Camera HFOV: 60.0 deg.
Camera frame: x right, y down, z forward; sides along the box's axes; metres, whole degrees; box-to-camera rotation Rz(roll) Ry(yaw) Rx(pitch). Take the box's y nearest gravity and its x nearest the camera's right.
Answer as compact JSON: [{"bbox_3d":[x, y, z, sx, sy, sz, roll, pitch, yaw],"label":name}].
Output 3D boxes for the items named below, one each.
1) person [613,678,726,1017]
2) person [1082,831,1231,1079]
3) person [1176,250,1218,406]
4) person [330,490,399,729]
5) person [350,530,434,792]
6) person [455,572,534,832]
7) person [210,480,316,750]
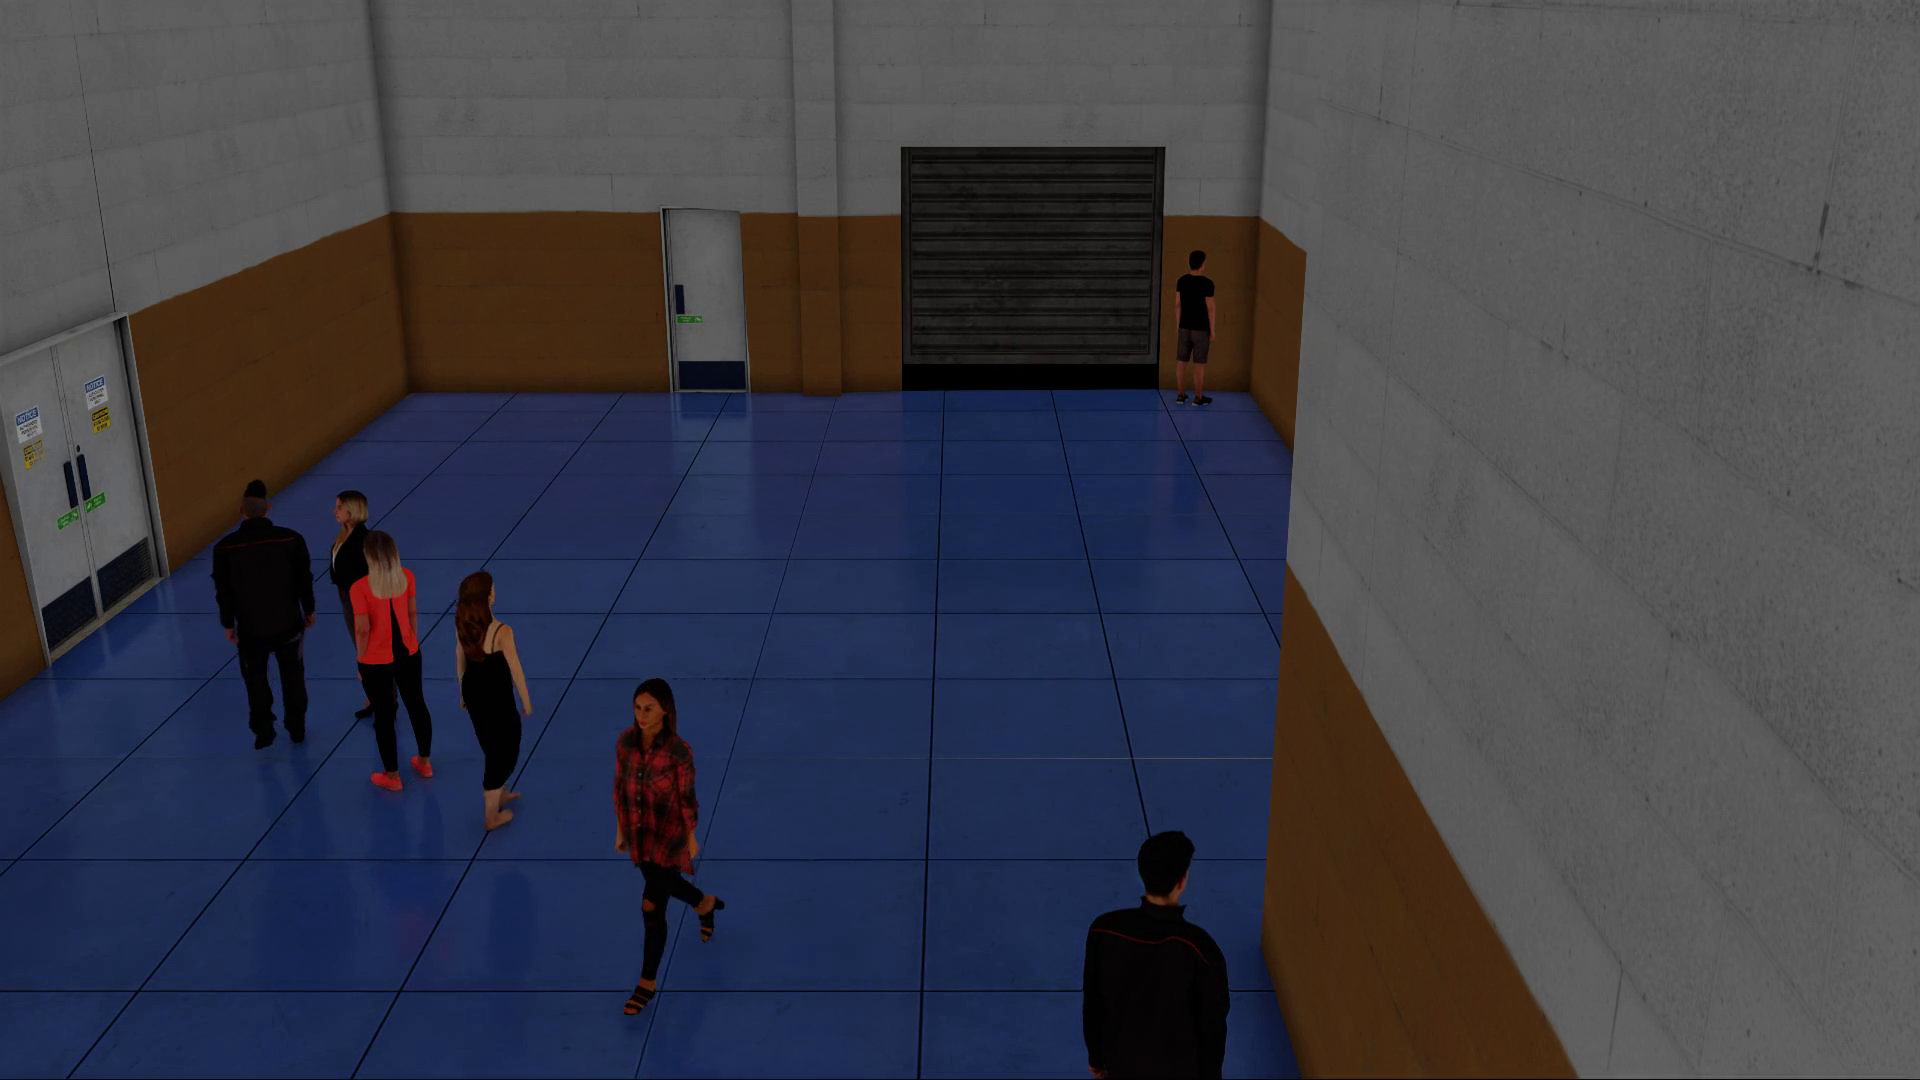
[{"bbox_3d":[-1.471,1.465,8.325,1.118,1.672,1.027,10,21,28],"label":"person"},{"bbox_3d":[0.729,1.996,6.325,0.709,1.944,0.853,9,21,25],"label":"person"},{"bbox_3d":[2.794,-2.543,19.915,0.721,1.862,0.825,12,22,32],"label":"person"},{"bbox_3d":[-4.044,0.463,11.299,0.734,1.671,0.684,-16,24,-39],"label":"person"},{"bbox_3d":[-3.570,0.741,10.435,0.719,1.695,0.674,15,24,38],"label":"person"},{"bbox_3d":[-2.843,0.983,9.844,0.713,1.614,0.779,9,21,25],"label":"person"},{"bbox_3d":[-4.494,0.510,10.839,0.917,1.851,0.993,-8,20,-23],"label":"person"}]
